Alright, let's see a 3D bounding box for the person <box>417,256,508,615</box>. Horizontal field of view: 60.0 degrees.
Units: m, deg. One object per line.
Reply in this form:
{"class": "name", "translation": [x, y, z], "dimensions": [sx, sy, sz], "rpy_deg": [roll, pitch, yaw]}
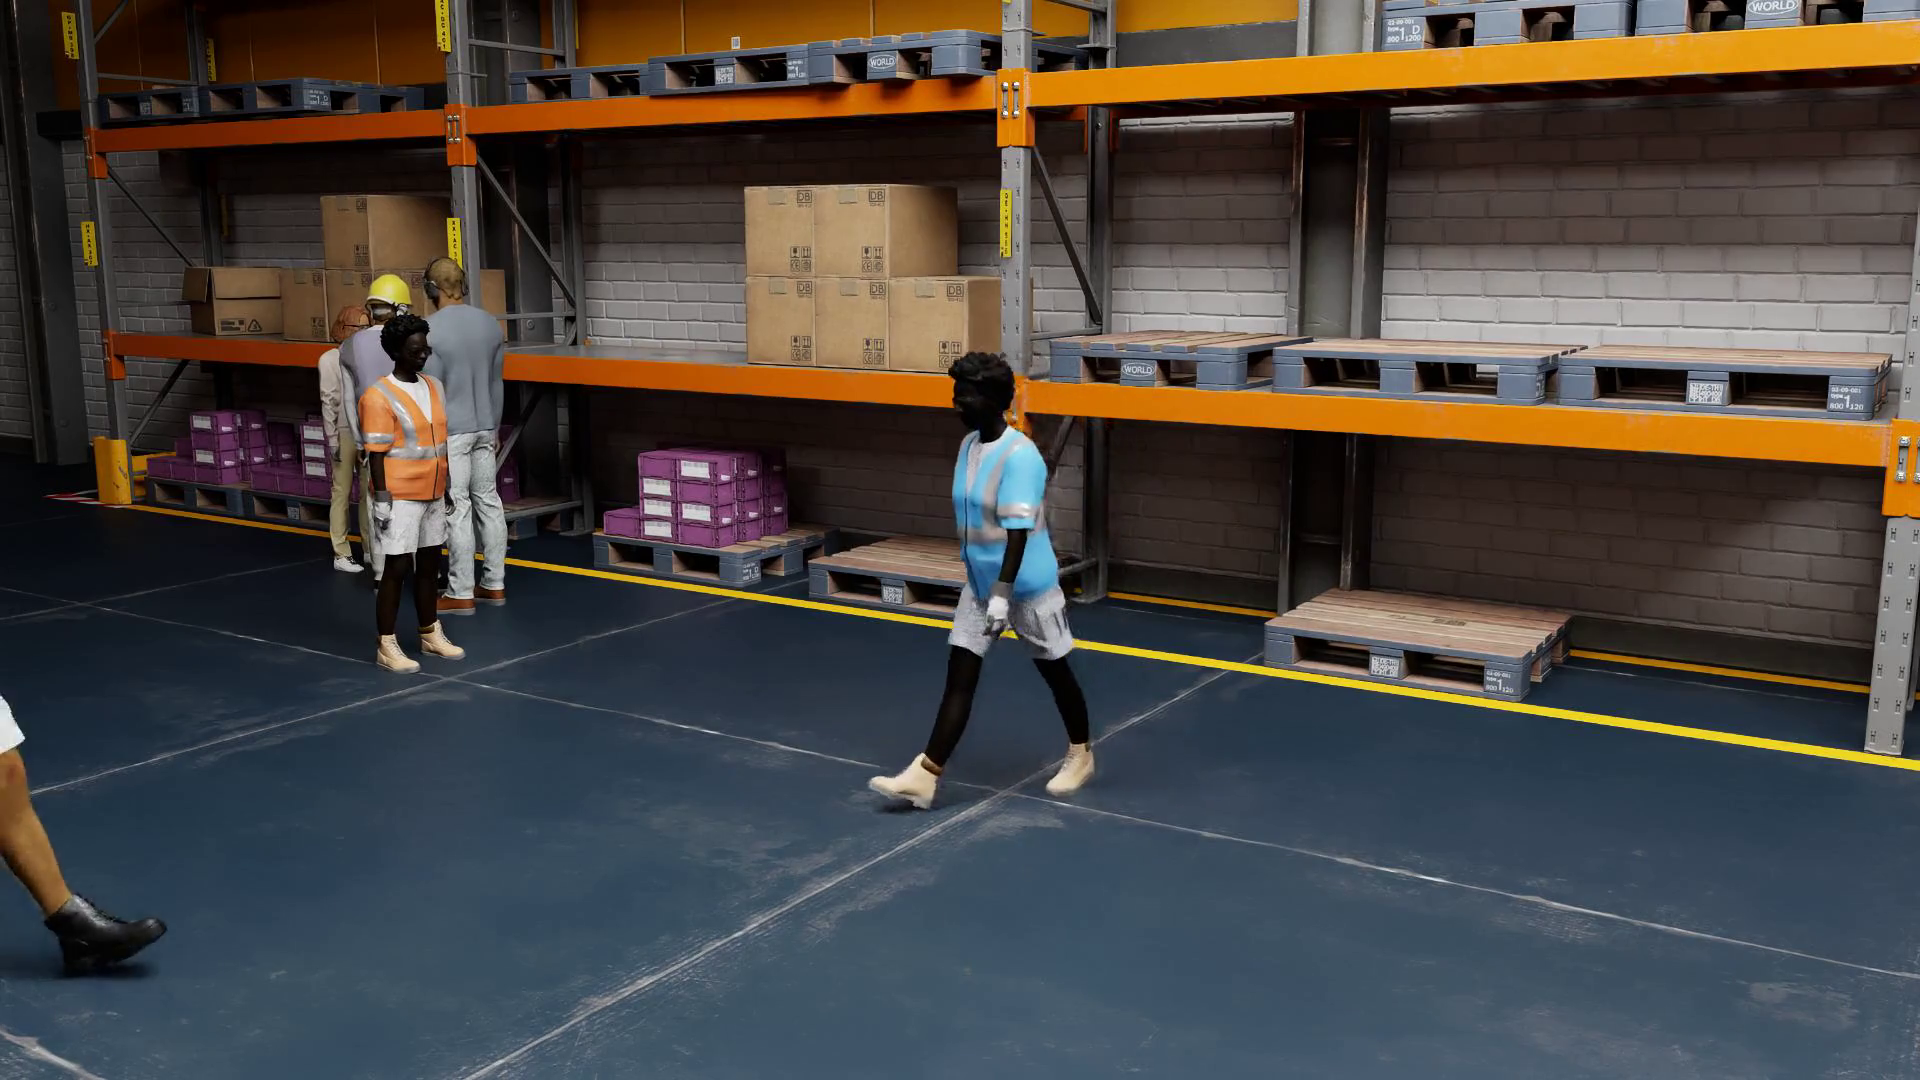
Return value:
{"class": "person", "translation": [-2.718, -0.557, 9.018], "dimensions": [0.370, 1.934, 0.627], "rpy_deg": [5, 12, 27]}

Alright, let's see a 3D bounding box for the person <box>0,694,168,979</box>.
{"class": "person", "translation": [-2.728, 0.299, 4.394], "dimensions": [1.019, 1.882, 0.565], "rpy_deg": [0, 10, -1]}

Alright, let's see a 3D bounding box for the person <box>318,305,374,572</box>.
{"class": "person", "translation": [-3.708, -0.621, 10.226], "dimensions": [0.277, 1.629, 0.496], "rpy_deg": [5, 11, 27]}

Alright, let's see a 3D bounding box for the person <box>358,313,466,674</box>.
{"class": "person", "translation": [-2.583, -0.216, 7.823], "dimensions": [0.320, 1.687, 0.533], "rpy_deg": [4, 11, 21]}

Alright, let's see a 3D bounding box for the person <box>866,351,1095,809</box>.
{"class": "person", "translation": [0.130, 0.153, 5.889], "dimensions": [0.910, 1.632, 0.556], "rpy_deg": [-6, 12, -29]}

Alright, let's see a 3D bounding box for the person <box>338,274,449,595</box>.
{"class": "person", "translation": [-3.190, -0.586, 9.459], "dimensions": [0.588, 1.831, 0.404], "rpy_deg": [2, 10, 11]}
